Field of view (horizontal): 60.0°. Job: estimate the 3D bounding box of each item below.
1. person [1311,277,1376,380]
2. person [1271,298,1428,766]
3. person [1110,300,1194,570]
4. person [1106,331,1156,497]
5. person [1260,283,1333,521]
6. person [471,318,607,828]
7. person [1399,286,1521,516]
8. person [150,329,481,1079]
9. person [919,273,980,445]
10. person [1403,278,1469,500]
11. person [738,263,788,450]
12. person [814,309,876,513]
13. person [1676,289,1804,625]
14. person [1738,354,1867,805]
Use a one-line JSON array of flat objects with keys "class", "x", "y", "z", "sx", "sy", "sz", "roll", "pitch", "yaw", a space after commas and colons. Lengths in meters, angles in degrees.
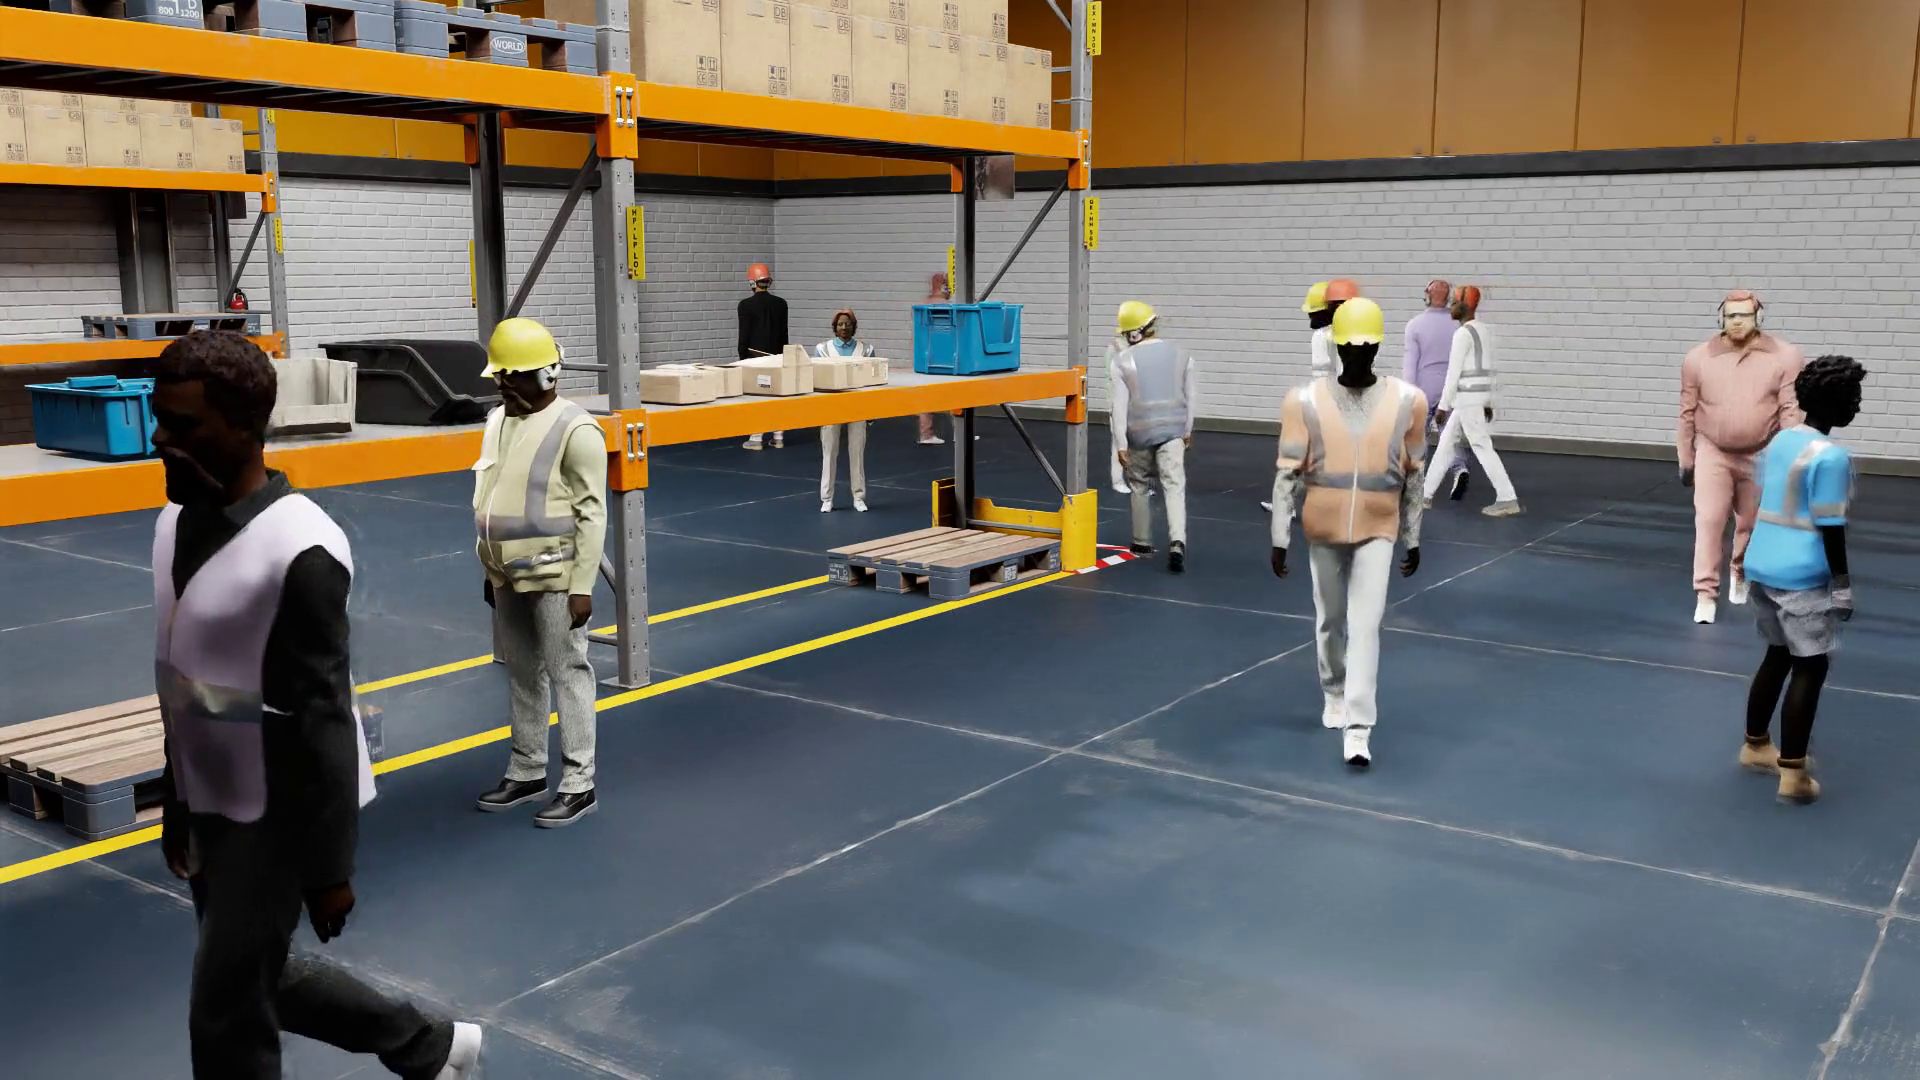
[{"class": "person", "x": 2.855, "y": -0.986, "z": 12.316, "sx": 0.552, "sy": 1.914, "sz": 0.875, "roll": -2, "pitch": 10, "yaw": -14}, {"class": "person", "x": 1.601, "y": -0.055, "z": 6.868, "sx": 0.613, "sy": 1.870, "sz": 1.011, "roll": 2, "pitch": 10, "yaw": 13}, {"class": "person", "x": 1.289, "y": -0.698, "z": 11.017, "sx": 0.608, "sy": 1.769, "sz": 0.909, "roll": -1, "pitch": 10, "yaw": -6}, {"class": "person", "x": 1.468, "y": -1.161, "z": 14.249, "sx": 0.533, "sy": 1.589, "sz": 0.703, "roll": -4, "pitch": 10, "yaw": -22}, {"class": "person", "x": 2.800, "y": -1.027, "z": 12.706, "sx": 0.968, "sy": 1.853, "sz": 0.662, "roll": 1, "pitch": 10, "yaw": 5}, {"class": "person", "x": -1.530, "y": 0.117, "z": 5.990, "sx": 0.588, "sy": 1.823, "sz": 0.403, "roll": 7, "pitch": 12, "yaw": 37}, {"class": "person", "x": 4.060, "y": -1.113, "z": 13.326, "sx": 1.031, "sy": 1.827, "sz": 0.595, "roll": 6, "pitch": 11, "yaw": 30}, {"class": "person", "x": -1.350, "y": 0.527, "z": 3.313, "sx": 0.596, "sy": 1.898, "sz": 0.801, "roll": 9, "pitch": 13, "yaw": 44}, {"class": "person", "x": -0.116, "y": -1.984, "z": 18.306, "sx": 0.785, "sy": 1.881, "sz": 0.673, "roll": -6, "pitch": 11, "yaw": -33}, {"class": "person", "x": 4.070, "y": -1.280, "z": 14.149, "sx": 0.647, "sy": 1.881, "sz": 0.863, "roll": -1, "pitch": 10, "yaw": -6}, {"class": "person", "x": -2.120, "y": -1.967, "z": 17.885, "sx": 0.609, "sy": 1.997, "sz": 0.375, "roll": -7, "pitch": 12, "yaw": -37}, {"class": "person", "x": -0.929, "y": -1.038, "z": 13.407, "sx": 0.514, "sy": 1.641, "sz": 0.309, "roll": -2, "pitch": 10, "yaw": -9}, {"class": "person", "x": 4.439, "y": -0.497, "z": 9.517, "sx": 0.642, "sy": 1.871, "sz": 0.910, "roll": 4, "pitch": 10, "yaw": 22}, {"class": "person", "x": 3.155, "y": 0.137, "z": 6.281, "sx": 0.341, "sy": 1.681, "sz": 0.560, "roll": 1, "pitch": 10, "yaw": 6}]
